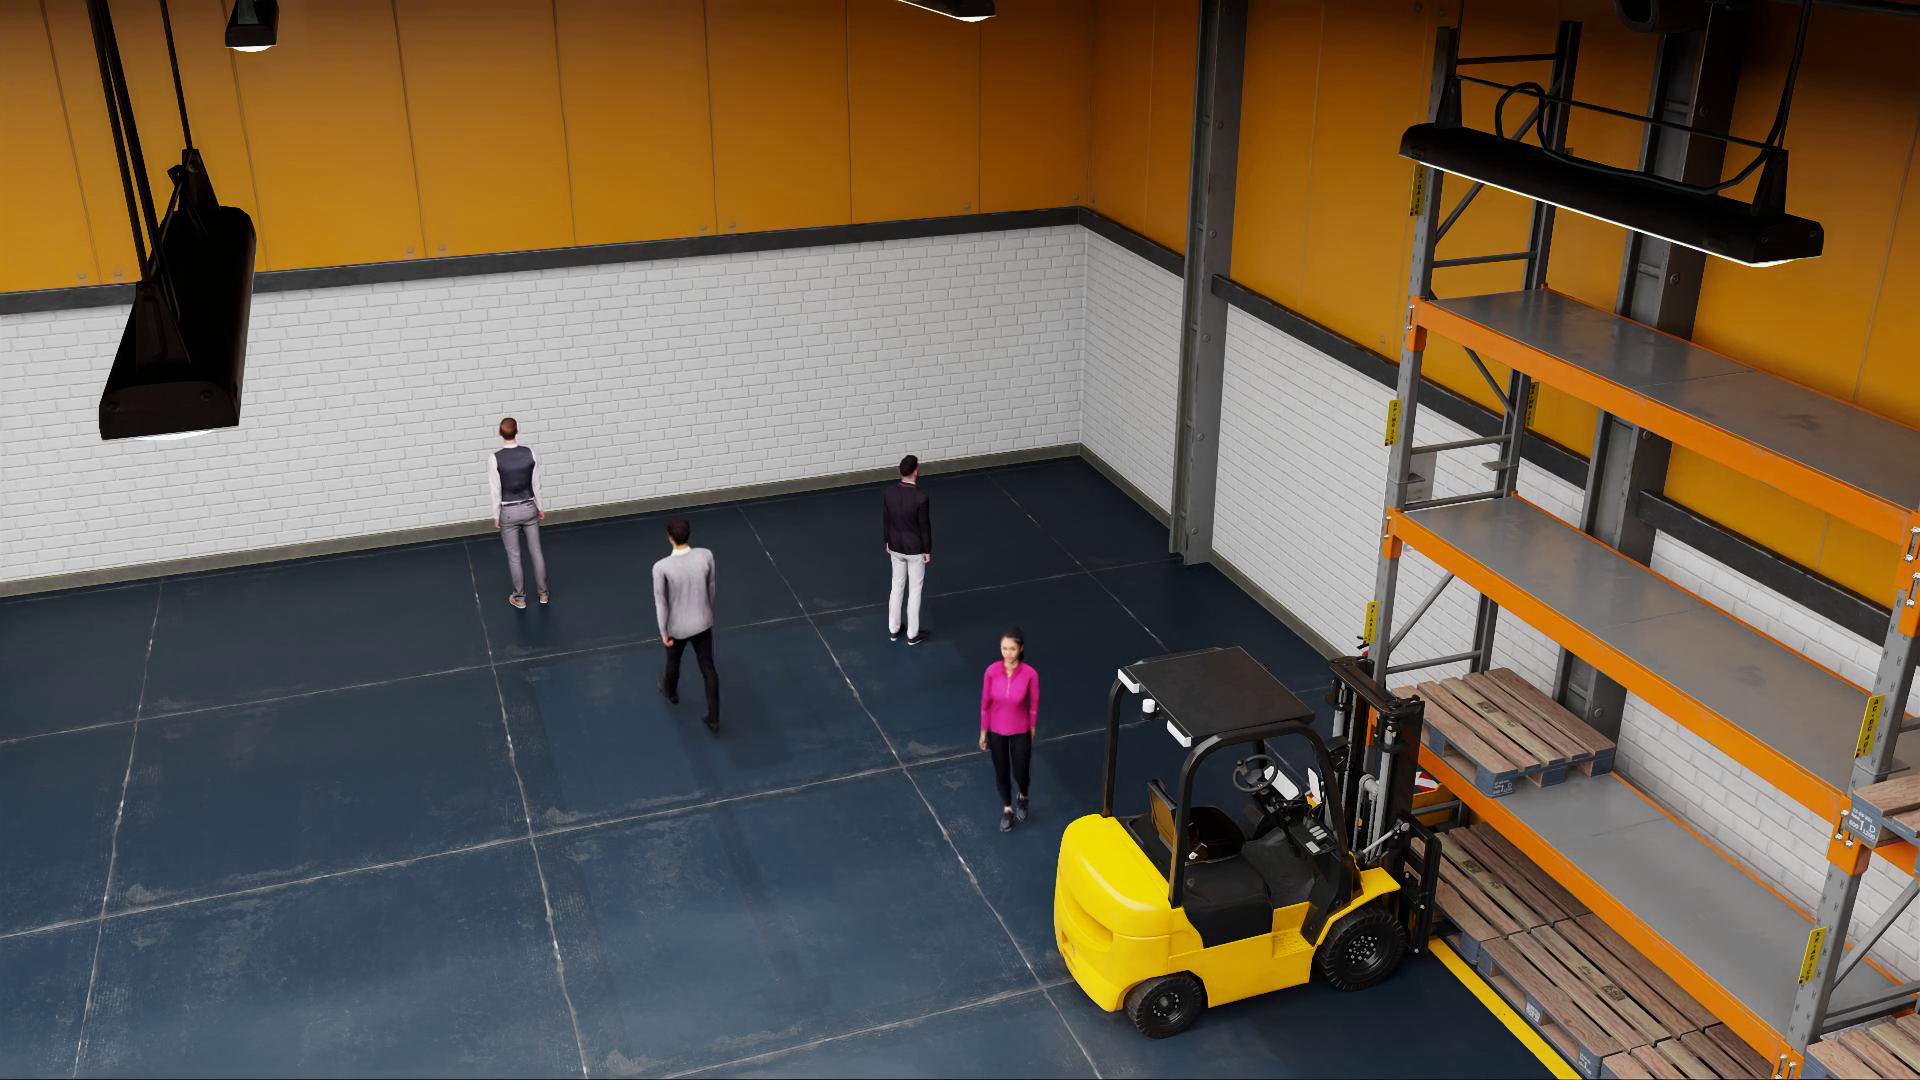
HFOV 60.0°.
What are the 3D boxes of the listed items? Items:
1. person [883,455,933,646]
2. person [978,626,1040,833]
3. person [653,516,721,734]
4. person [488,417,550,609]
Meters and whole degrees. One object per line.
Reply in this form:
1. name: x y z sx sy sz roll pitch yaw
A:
1. person: -0.496 0.083 15.498 0.696 1.840 0.781 13 27 27
2. person: 0.389 1.413 12.647 0.720 1.687 0.772 5 24 11
3. person: -2.231 0.742 13.955 0.855 1.869 1.265 -12 26 -26
4. person: -4.306 -0.279 16.205 0.690 1.938 0.594 -12 26 -25
